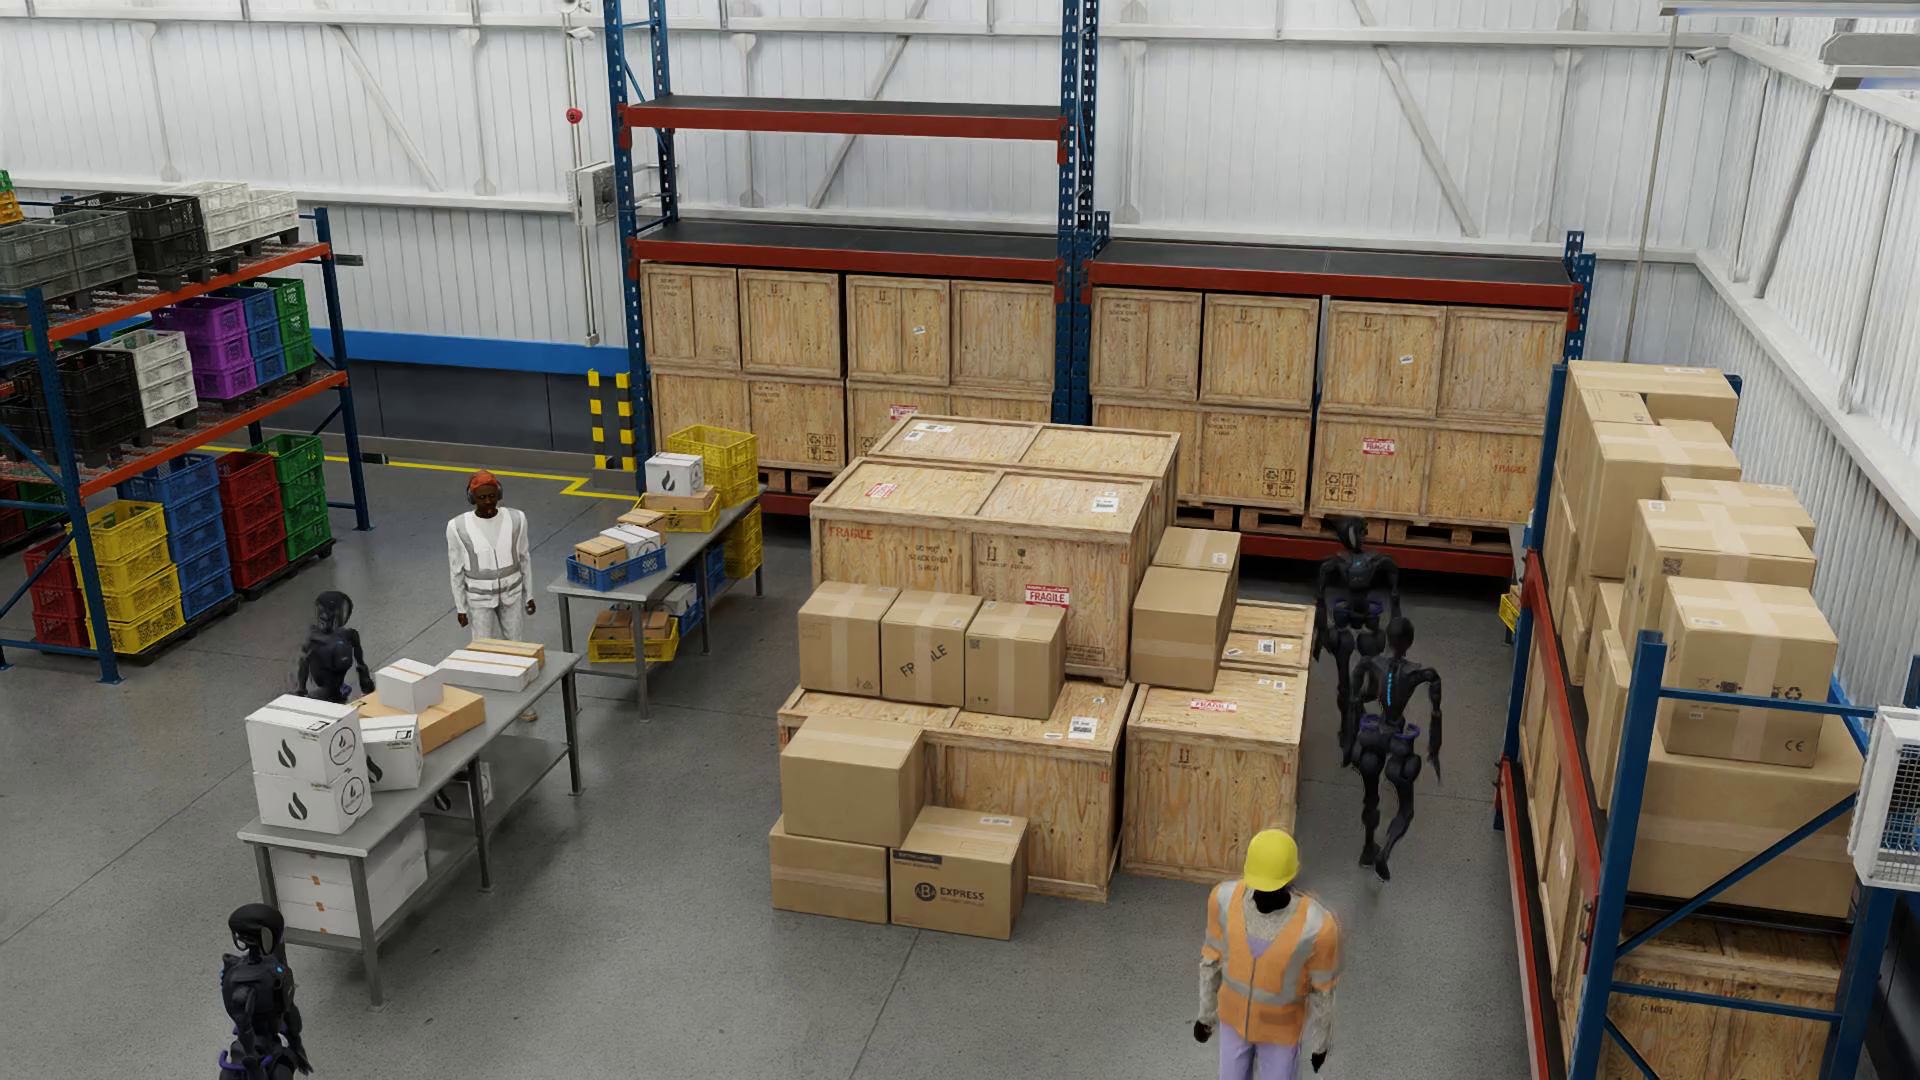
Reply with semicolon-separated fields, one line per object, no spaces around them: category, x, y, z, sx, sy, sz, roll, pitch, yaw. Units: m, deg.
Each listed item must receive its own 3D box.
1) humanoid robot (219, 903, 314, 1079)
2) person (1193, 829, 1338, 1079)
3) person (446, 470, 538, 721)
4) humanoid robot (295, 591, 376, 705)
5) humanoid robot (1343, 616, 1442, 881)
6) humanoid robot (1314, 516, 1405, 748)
humanoid robot;-2.951;2.281;7.114;0.361;1.648;0.541;-2;21;-4
person;1.334;2.084;7.289;0.594;1.910;0.533;13;25;31
person;-3.269;0.418;11.694;0.574;1.882;0.356;-13;24;-30
humanoid robot;-3.845;1.113;10.178;0.396;1.630;0.650;9;23;22
humanoid robot;2.531;1.243;9.831;0.586;1.647;0.487;13;24;30
humanoid robot;2.763;0.618;11.468;0.620;1.628;0.420;3;21;7
